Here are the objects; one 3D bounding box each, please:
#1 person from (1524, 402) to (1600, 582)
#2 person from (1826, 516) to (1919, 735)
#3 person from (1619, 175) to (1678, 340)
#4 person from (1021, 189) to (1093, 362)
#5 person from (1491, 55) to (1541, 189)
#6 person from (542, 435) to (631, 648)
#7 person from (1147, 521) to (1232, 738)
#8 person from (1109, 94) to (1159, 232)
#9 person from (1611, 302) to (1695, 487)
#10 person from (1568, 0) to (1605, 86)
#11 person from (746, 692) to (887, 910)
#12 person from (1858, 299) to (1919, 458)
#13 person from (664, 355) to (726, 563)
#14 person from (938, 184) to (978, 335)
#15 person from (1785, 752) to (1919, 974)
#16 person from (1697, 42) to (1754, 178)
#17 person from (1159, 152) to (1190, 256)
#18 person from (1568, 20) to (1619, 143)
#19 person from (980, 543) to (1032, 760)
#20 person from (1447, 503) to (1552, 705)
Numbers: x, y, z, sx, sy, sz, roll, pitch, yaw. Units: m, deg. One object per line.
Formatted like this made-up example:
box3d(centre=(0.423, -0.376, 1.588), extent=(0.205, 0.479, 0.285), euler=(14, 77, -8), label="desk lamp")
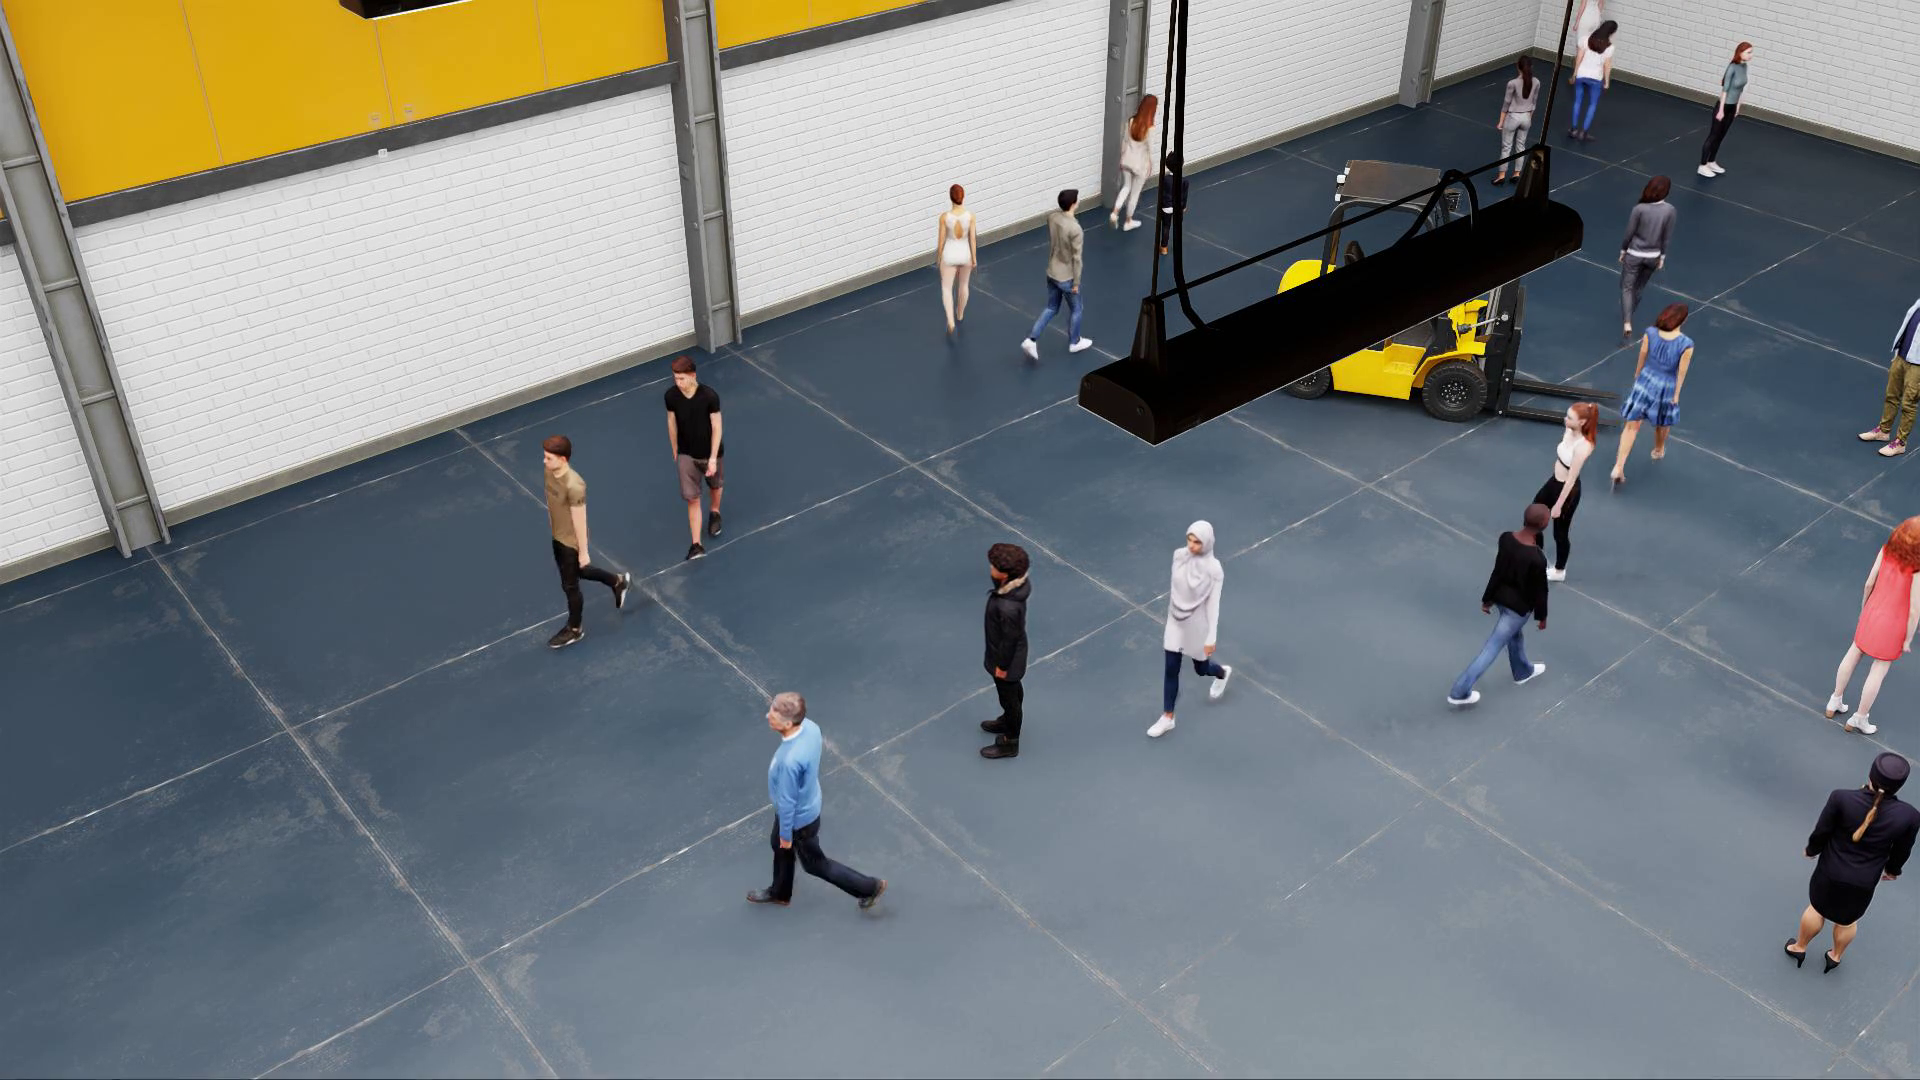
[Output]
box3d(centre=(5.032, -0.373, 13.633), extent=(0.839, 1.730, 0.781), euler=(0, 34, 1), label="person")
box3d(centre=(6.695, 0.610, 12.065), extent=(0.618, 1.828, 0.648), euler=(-11, 35, -16), label="person")
box3d(centre=(7.203, -2.959, 17.513), extent=(1.021, 1.743, 1.121), euler=(5, 34, 8), label="person")
box3d(centre=(0.982, -2.692, 17.018), extent=(1.081, 1.845, 0.682), euler=(-24, 41, -32), label="person")
box3d(centre=(7.060, -5.305, 21.100), extent=(0.673, 1.678, 0.774), euler=(-6, 34, -9), label="person")
box3d(centre=(-2.976, -0.035, 13.031), extent=(1.026, 1.834, 0.666), euler=(-25, 41, -32), label="person")
box3d(centre=(1.744, 0.607, 12.140), extent=(1.089, 1.751, 0.665), euler=(-27, 42, -35), label="person")
box3d(centre=(2.043, -4.440, 19.788), extent=(0.665, 1.690, 0.793), euler=(24, 40, 31), label="person")
box3d(centre=(6.204, -1.270, 14.961), extent=(0.717, 1.755, 1.155), euler=(28, 43, 35), label="person")
box3d(centre=(9.239, -7.580, 24.424), extent=(0.552, 1.788, 0.694), euler=(-9, 35, -14), label="person")
box3d(centre=(-0.923, 1.693, 10.478), extent=(1.225, 1.782, 1.155), euler=(2, 34, 3), label="person")
box3d(centre=(8.892, -1.651, 15.483), extent=(0.754, 1.811, 0.765), euler=(-6, 34, -9), label="person")
box3d(centre=(-2.182, -0.790, 14.190), extent=(1.154, 1.808, 1.202), euler=(2, 34, 3), label="person")
box3d(centre=(-0.034, -2.956, 17.615), extent=(0.955, 1.623, 0.924), euler=(-4, 34, -6), label="person")
box3d(centre=(5.420, 1.985, 10.139), extent=(0.805, 1.671, 0.801), euler=(13, 36, 18), label="person")
box3d(centre=(9.862, -5.548, 21.410), extent=(0.480, 1.740, 0.647), euler=(-21, 39, -28), label="person")
box3d(centre=(2.488, -3.942, 19.461), extent=(0.558, 1.223, 0.636), euler=(-2, 34, -3), label="person")
box3d(centre=(8.495, -6.211, 22.486), extent=(0.694, 1.654, 0.655), euler=(15, 36, 21), label="person")
box3d(centre=(0.346, 0.780, 11.855), extent=(0.781, 1.778, 0.722), euler=(3, 34, 4), label="person")
box3d(centre=(4.020, 0.525, 12.308), extent=(1.232, 1.702, 0.828), euler=(-15, 36, -21), label="person")
